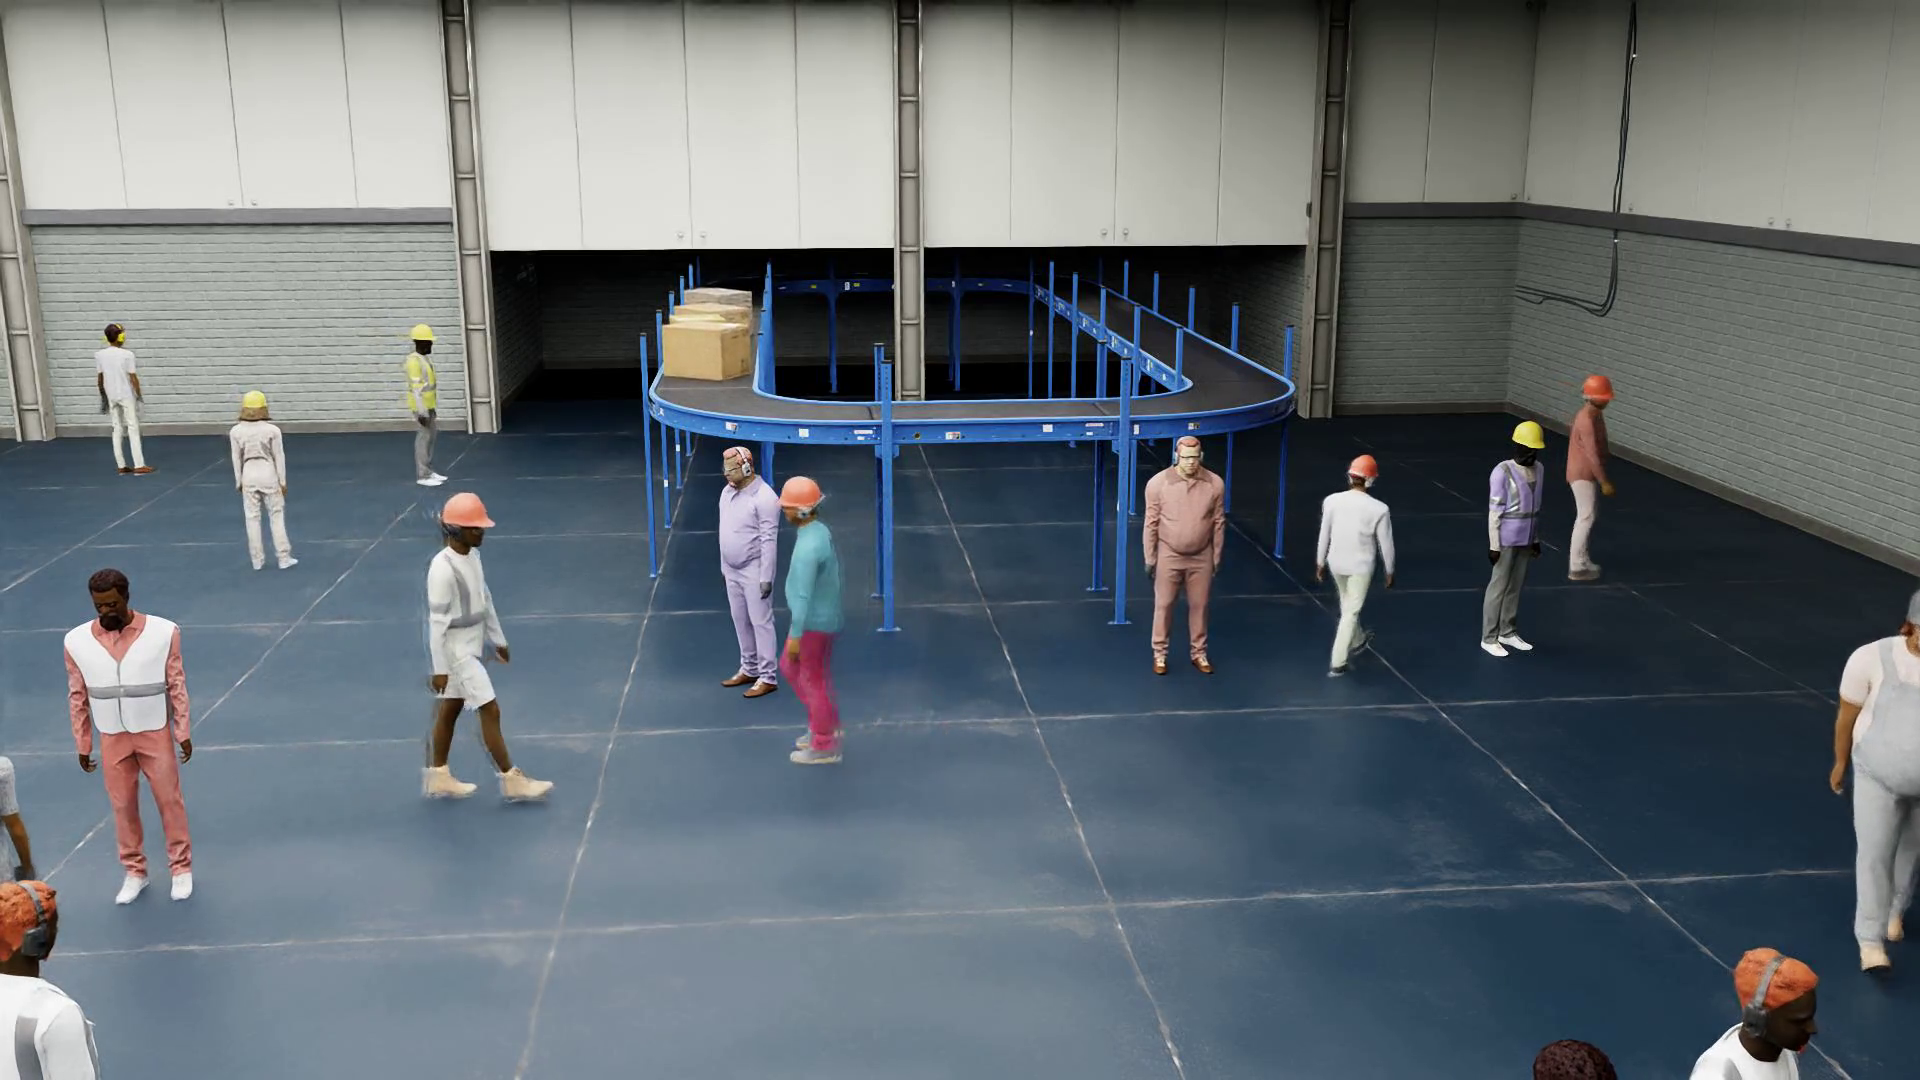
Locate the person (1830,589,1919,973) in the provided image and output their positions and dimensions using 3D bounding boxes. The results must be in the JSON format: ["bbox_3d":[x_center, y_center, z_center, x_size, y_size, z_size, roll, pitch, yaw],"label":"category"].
[{"bbox_3d":[4.835,1.186,8.410,0.707,2.000,0.990,5,15,19],"label":"person"}]

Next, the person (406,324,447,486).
[{"bbox_3d":[-6.371,-1.611,19.830,0.380,1.924,0.595,-1,14,-3],"label":"person"}]

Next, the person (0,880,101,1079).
[{"bbox_3d":[-2.984,2.002,5.459,0.573,1.887,0.356,6,15,23],"label":"person"}]

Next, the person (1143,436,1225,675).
[{"bbox_3d":[1.740,0.127,12.937,0.640,1.900,0.402,-1,14,-3],"label":"person"}]

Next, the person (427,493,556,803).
[{"bbox_3d":[-2.989,0.691,10.458,0.949,2.002,0.639,0,14,-1],"label":"person"}]

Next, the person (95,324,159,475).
[{"bbox_3d":[-10.262,-1.710,20.398,0.659,1.855,0.317,1,14,2],"label":"person"}]

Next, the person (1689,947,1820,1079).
[{"bbox_3d":[2.339,2.109,5.046,0.338,1.876,0.583,13,19,42],"label":"person"}]

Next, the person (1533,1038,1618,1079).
[{"bbox_3d":[1.558,2.216,4.561,0.587,1.911,0.397,-7,16,-27],"label":"person"}]

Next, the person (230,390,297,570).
[{"bbox_3d":[-6.746,-0.578,16.074,0.490,1.742,0.318,-1,14,-4],"label":"person"}]

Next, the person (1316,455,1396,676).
[{"bbox_3d":[3.162,0.173,13.134,0.600,1.702,0.895,13,19,41],"label":"person"}]

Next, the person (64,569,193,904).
[{"bbox_3d":[-4.559,1.066,9.172,0.598,1.908,0.402,-4,15,-15],"label":"person"}]

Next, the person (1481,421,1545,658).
[{"bbox_3d":[4.505,-0.015,13.452,0.594,1.922,0.379,-10,17,-34],"label":"person"}]

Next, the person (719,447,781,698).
[{"bbox_3d":[-1.618,0.228,12.552,0.402,1.894,0.650,-13,19,-41],"label":"person"}]

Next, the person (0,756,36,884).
[{"bbox_3d":[-4.366,1.537,7.363,0.530,1.872,0.328,-5,15,-20],"label":"person"}]

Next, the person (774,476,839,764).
[{"bbox_3d":[-1.023,0.543,11.105,0.445,1.974,0.638,0,14,-2],"label":"person"}]

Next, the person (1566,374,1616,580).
[{"bbox_3d":[5.954,-0.608,15.741,0.398,1.977,0.643,7,16,27],"label":"person"}]
